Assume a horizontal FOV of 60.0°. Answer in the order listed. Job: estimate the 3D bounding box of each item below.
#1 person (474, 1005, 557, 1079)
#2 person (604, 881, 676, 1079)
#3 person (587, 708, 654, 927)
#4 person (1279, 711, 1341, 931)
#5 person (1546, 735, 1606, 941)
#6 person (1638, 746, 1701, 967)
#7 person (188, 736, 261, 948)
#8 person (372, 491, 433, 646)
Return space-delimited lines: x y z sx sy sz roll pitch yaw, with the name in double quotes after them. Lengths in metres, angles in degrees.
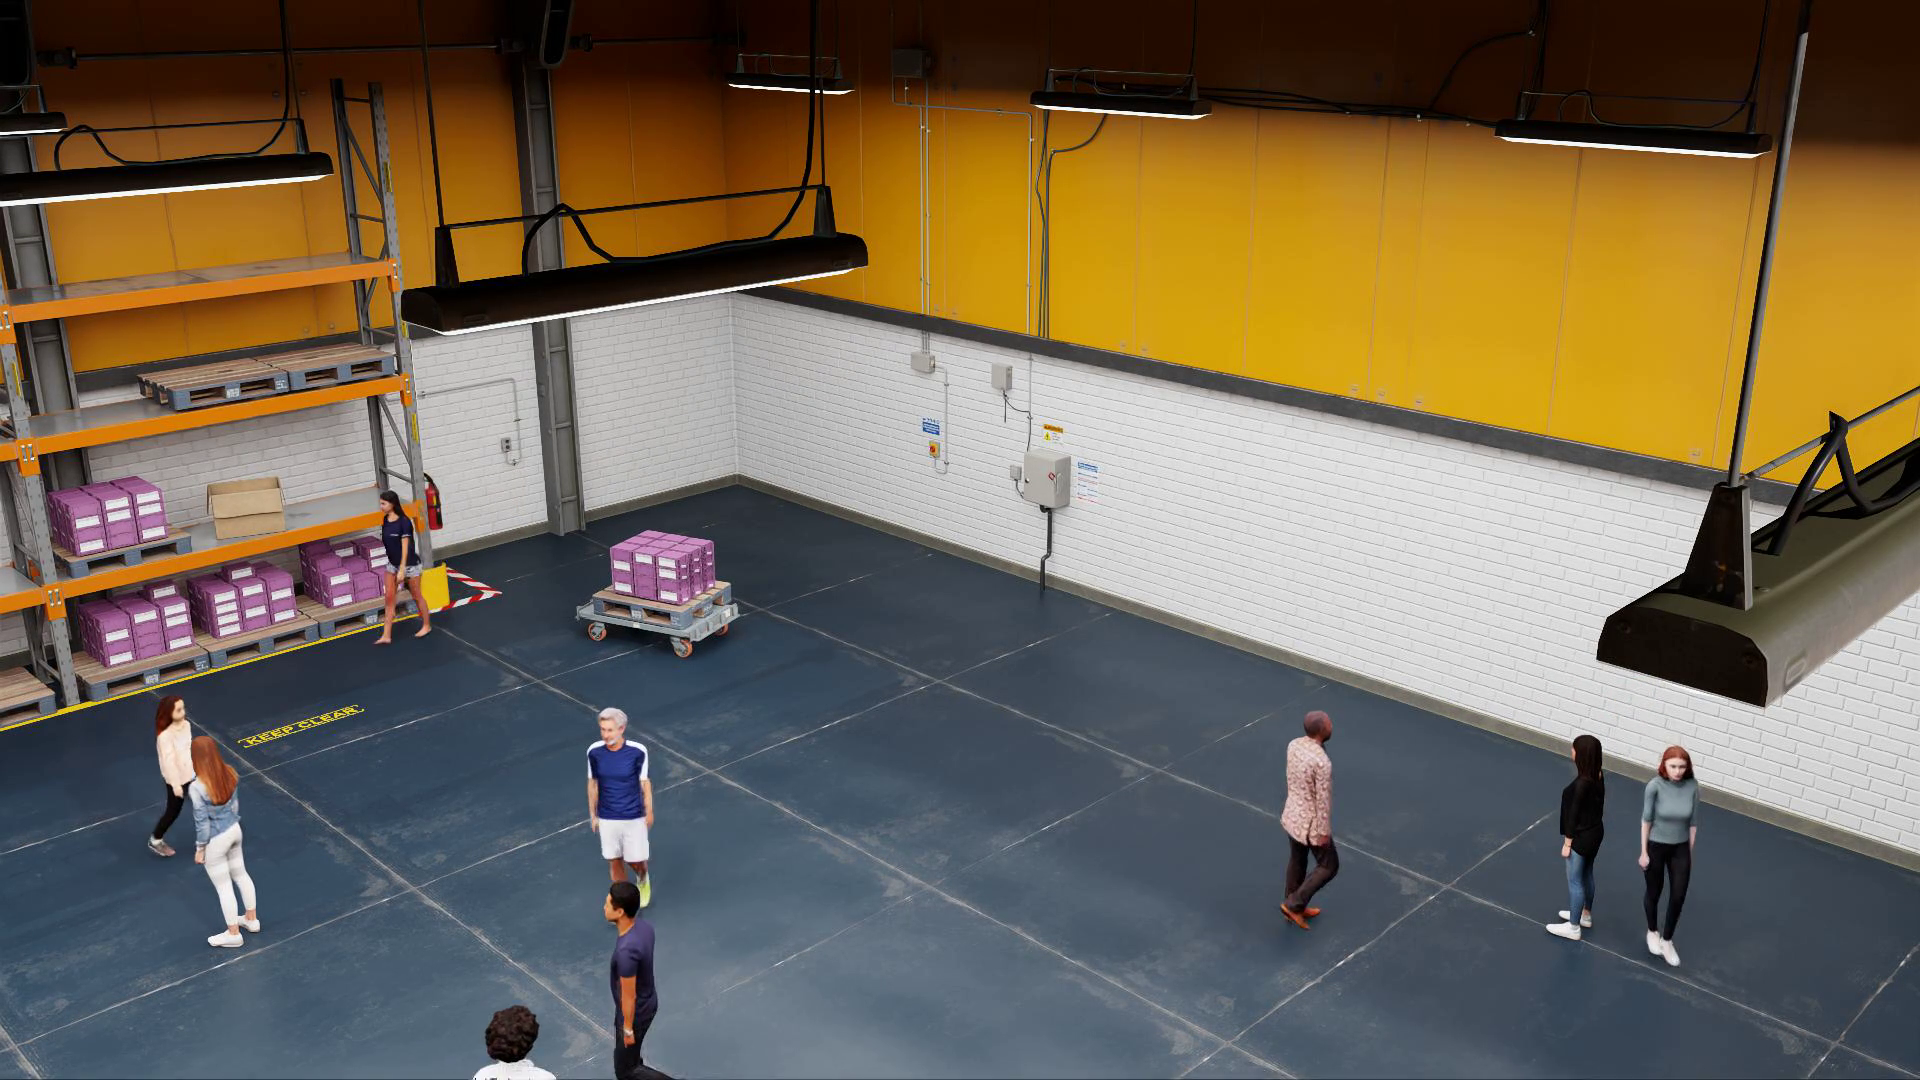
-2.402 3.402 9.104 0.825 1.801 0.879 2 19 7 "person"
-1.967 2.965 10.442 1.003 1.777 0.935 -1 19 -2 "person"
-2.604 2.130 12.951 0.811 1.759 0.866 1 19 4 "person"
2.606 2.170 12.774 0.851 1.796 0.837 -6 20 -18 "person"
4.782 2.259 12.747 0.622 1.643 0.476 15 24 38 "person"
5.266 2.300 12.494 0.759 1.727 0.819 1 19 3 "person"
-5.598 2.274 12.614 0.750 1.700 0.622 5 19 14 "person"
-6.111 0.281 18.489 0.800 1.729 1.071 9 20 24 "person"
